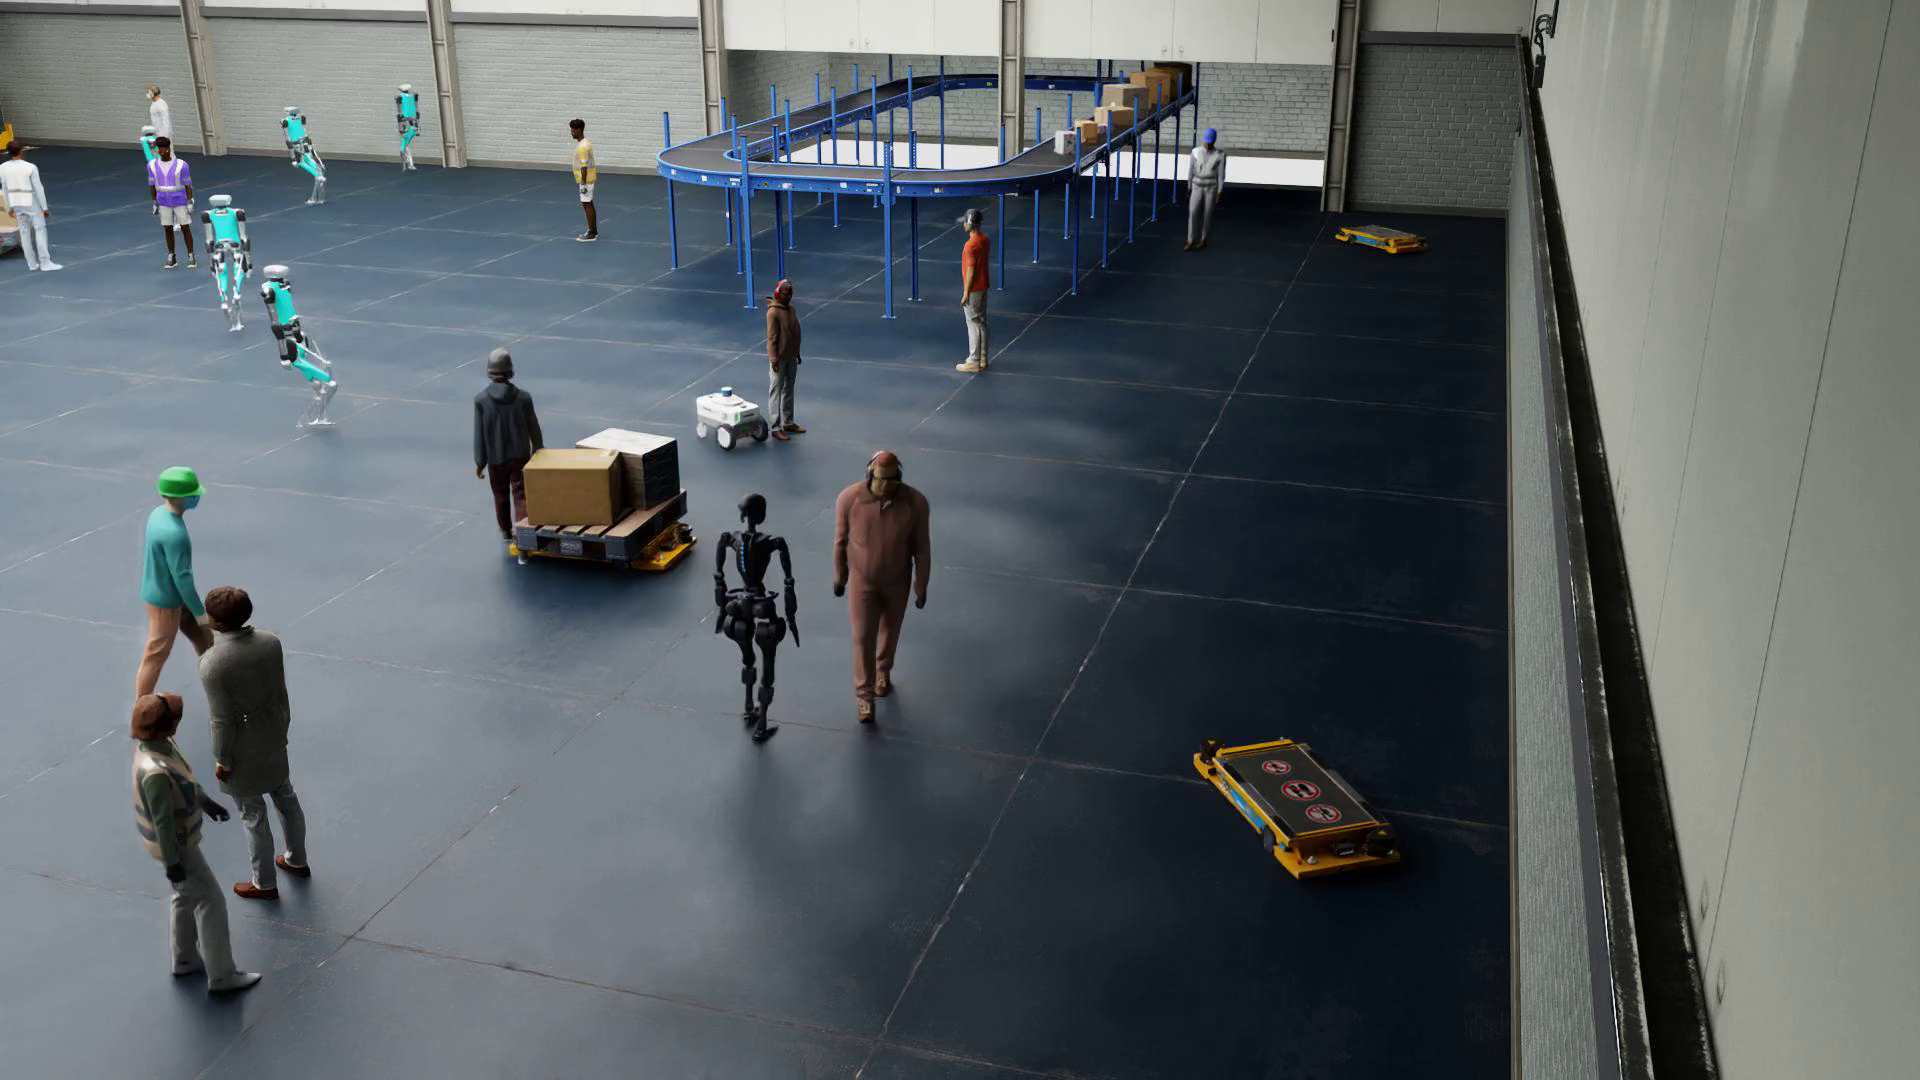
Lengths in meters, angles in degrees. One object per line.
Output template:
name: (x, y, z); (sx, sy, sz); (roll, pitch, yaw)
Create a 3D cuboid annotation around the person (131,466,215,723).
person: (-5.184, 0.368, 11.082); (0.959, 1.797, 0.517); (-8, 22, -19)

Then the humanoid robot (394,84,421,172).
humanoid robot: (-11.310, -8.303, 33.830); (0.716, 1.914, 0.549); (14, 25, 31)

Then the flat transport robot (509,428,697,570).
flat transport robot: (-3.033, 0.003, 14.171); (1.431, 0.231, 0.659); (6, 22, 14)

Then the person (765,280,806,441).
person: (-1.818, -1.867, 17.098); (0.331, 1.647, 0.460); (12, 24, 28)

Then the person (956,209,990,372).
person: (0.148, -2.926, 19.486); (0.389, 1.912, 0.477); (9, 23, 22)

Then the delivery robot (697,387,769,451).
delivery robot: (-2.371, -1.265, 17.054); (0.793, 0.590, 0.499); (20, 29, 41)

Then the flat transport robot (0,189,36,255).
flat transport robot: (-15.272, -4.606, 26.124); (0.659, 0.231, 1.431); (-3, 21, -7)

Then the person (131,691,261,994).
person: (-3.885, 1.508, 8.381); (0.440, 1.622, 0.534); (-11, 24, -26)

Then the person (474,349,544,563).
person: (-3.799, -0.751, 14.032); (0.567, 1.773, 0.841); (-5, 22, -13)

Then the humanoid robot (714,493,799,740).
humanoid robot: (-1.340, 0.484, 10.973); (0.616, 1.639, 0.472); (6, 22, 16)

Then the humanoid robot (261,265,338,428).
humanoid robot: (-6.746, -1.951, 17.237); (0.810, 1.803, 0.540); (0, 21, -1)

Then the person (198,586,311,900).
person: (-3.894, 1.106, 9.136); (0.365, 1.836, 0.512); (10, 23, 23)

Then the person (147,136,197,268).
person: (-11.827, -5.069, 24.971); (0.603, 1.964, 0.368); (-4, 21, -9)

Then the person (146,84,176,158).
person: (-15.359, -7.787, 32.055); (0.377, 1.939, 0.627); (-15, 25, -33)

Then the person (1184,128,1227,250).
person: (3.840, -5.498, 26.162); (0.622, 1.904, 0.858); (7, 22, 18)

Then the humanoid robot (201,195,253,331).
humanoid robot: (-9.282, -3.440, 21.082); (0.546, 1.769, 0.899); (-3, 21, -9)

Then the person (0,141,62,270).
person: (-13.907, -4.971, 24.808); (0.675, 1.907, 0.377); (1, 21, 2)

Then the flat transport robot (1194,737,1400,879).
flat transport robot: (2.014, 1.576, 10.089); (0.659, 0.231, 1.431); (-6, 22, -16)

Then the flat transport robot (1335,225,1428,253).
flat transport robot: (6.764, -4.837, 26.723); (0.659, 0.231, 1.431); (-11, 24, -27)

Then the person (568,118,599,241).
person: (-6.093, -5.847, 26.998); (0.376, 1.958, 0.601); (-3, 21, -7)

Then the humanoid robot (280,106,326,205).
humanoid robot: (-11.775, -6.915, 30.077); (0.779, 1.778, 0.530); (10, 23, 25)

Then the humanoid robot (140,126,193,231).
humanoid robot: (-13.127, -6.000, 27.703); (0.750, 1.796, 0.541); (-14, 25, -33)

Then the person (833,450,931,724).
person: (-0.519, 0.307, 11.170); (0.654, 1.854, 0.979); (-2, 21, -6)
